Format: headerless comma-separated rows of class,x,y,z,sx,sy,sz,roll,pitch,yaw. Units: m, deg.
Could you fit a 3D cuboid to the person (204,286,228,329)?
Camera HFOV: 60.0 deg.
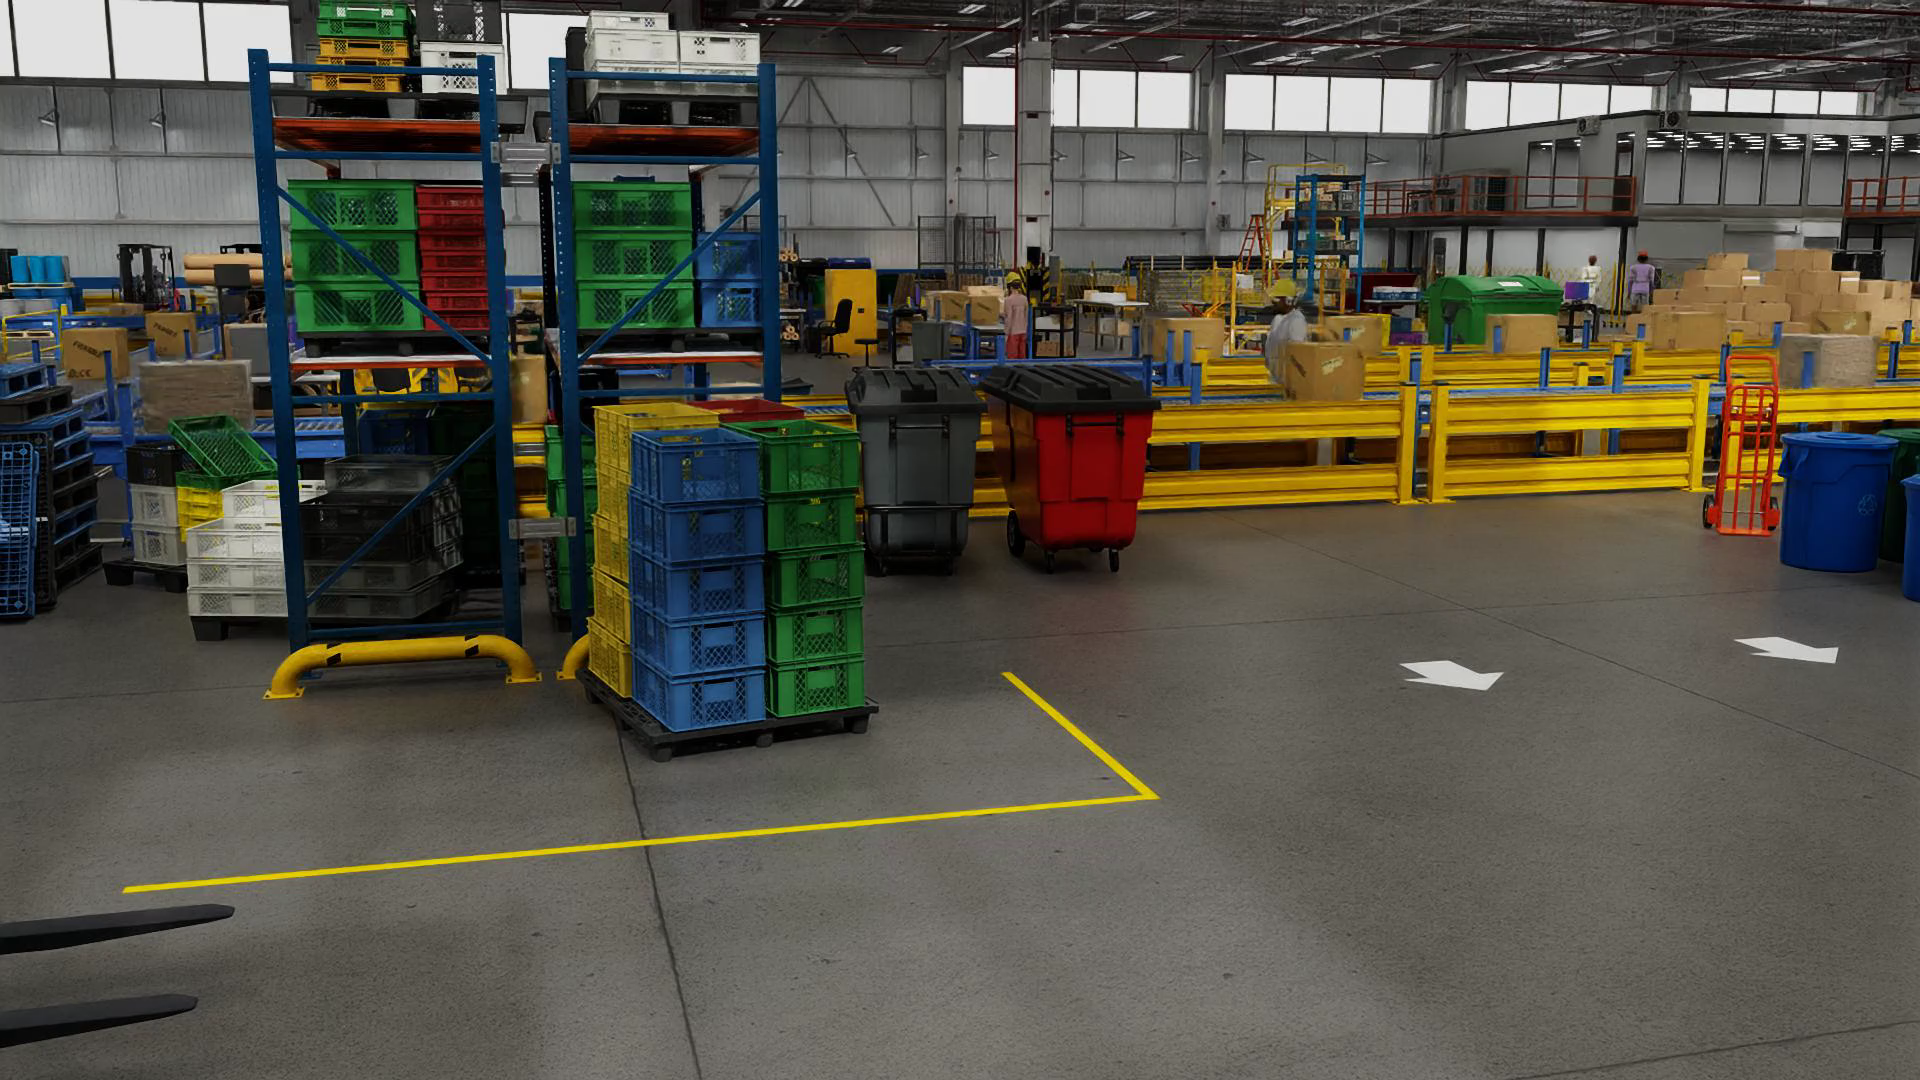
person,-16.601,-5.335,37.145,0.624,1.824,0.404,3,11,18

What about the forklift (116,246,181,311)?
forklift,-19.966,-6.232,40.894,1.157,1.987,2.680,-3,10,-15

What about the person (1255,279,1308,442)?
person,3.049,-1.622,16.166,0.759,1.804,0.627,-2,10,-12

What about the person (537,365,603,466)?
person,-3.438,-1.330,14.891,0.710,1.678,0.534,-6,12,-30

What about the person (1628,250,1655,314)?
person,16.978,-6.207,41.499,0.609,2.034,0.397,2,10,13

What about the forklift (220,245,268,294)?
forklift,-17.749,-6.334,41.440,1.157,1.987,2.680,-3,10,-17

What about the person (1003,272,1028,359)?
person,0.755,-2.880,23.428,0.326,1.763,0.533,7,12,36

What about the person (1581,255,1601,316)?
person,19.225,-7.739,50.653,0.578,1.872,0.405,-2,10,-10

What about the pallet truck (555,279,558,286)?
pallet truck,-10.604,-6.375,44.520,0.653,1.274,1.630,-3,10,-15
